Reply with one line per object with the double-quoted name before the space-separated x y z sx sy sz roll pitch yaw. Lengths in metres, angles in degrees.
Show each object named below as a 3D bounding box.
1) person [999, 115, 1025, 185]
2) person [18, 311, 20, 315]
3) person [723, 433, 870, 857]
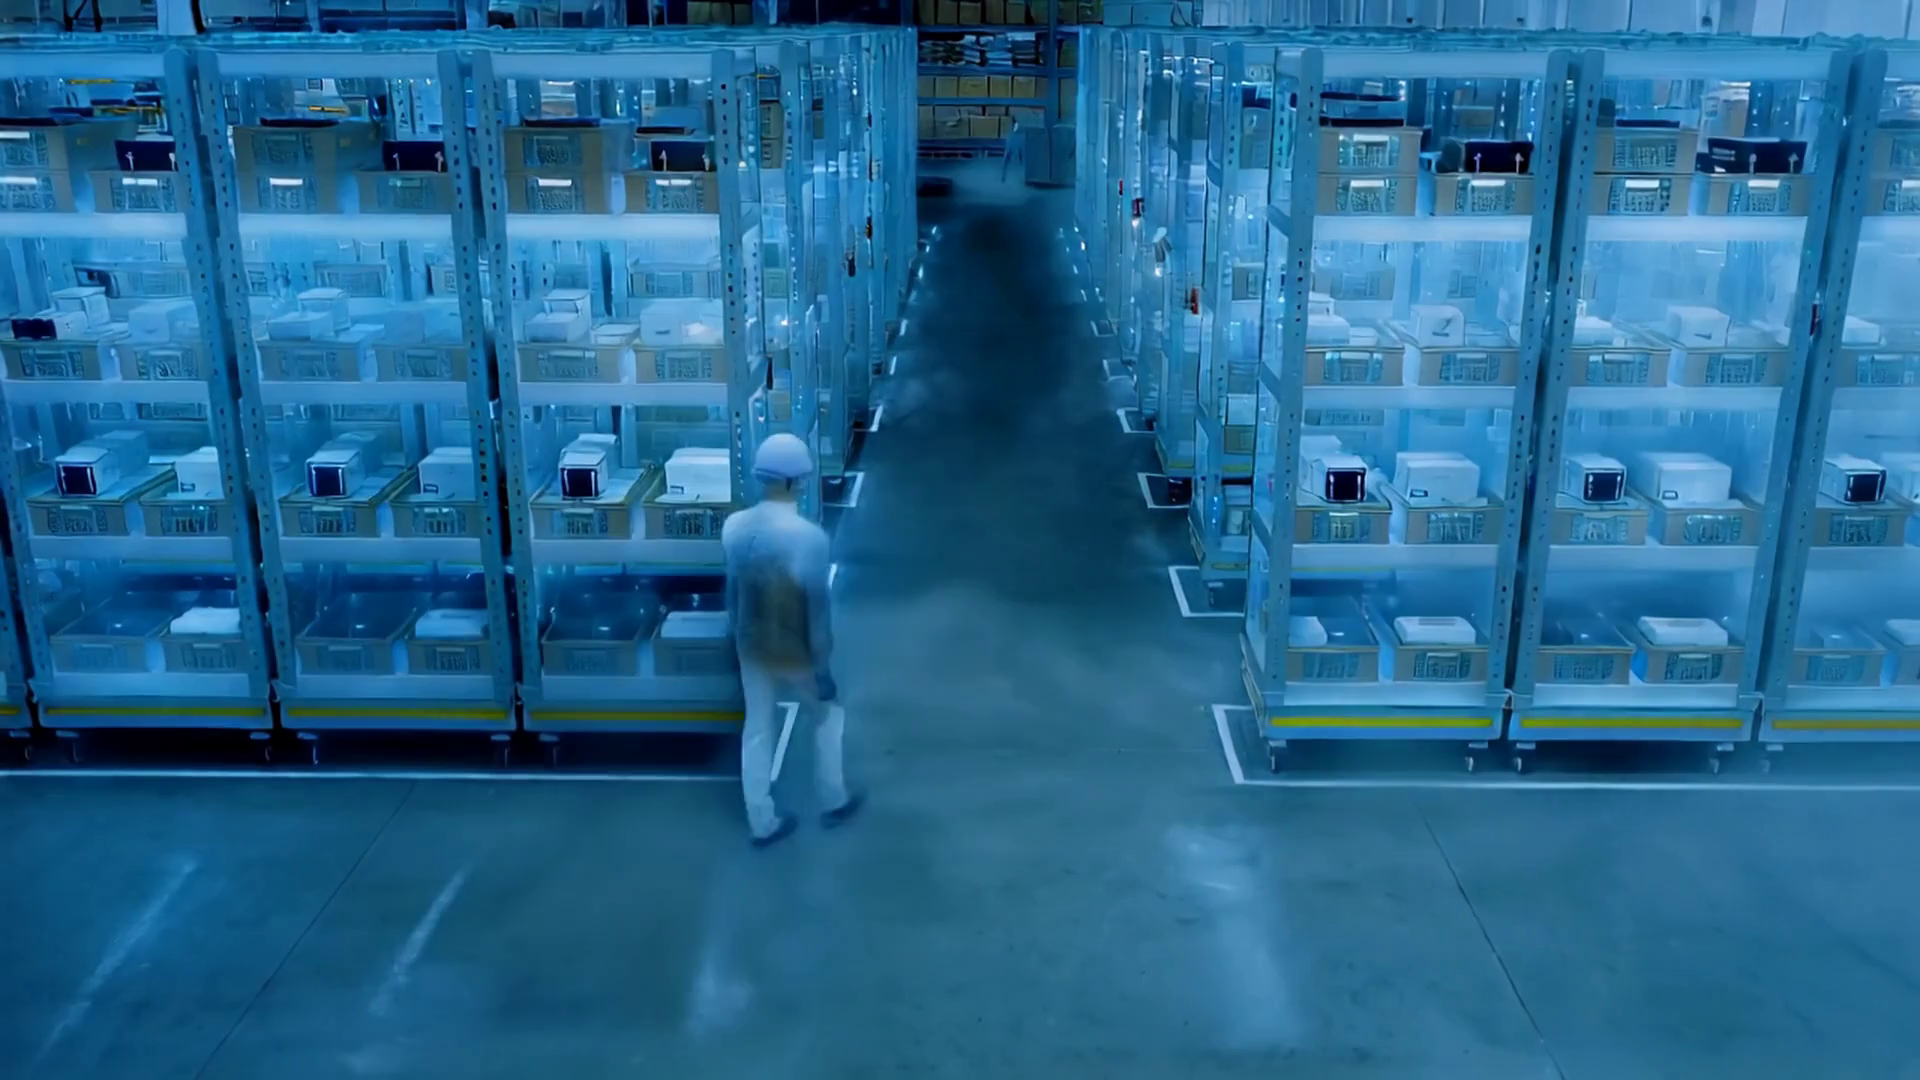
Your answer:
"person" 1.262 -9.063 38.636 0.529 1.595 0.847 15 23 39
"person" -10.176 -2.553 17.615 0.533 1.755 0.521 4 18 13
"person" -0.736 0.454 7.677 0.646 1.969 0.807 11 20 31
